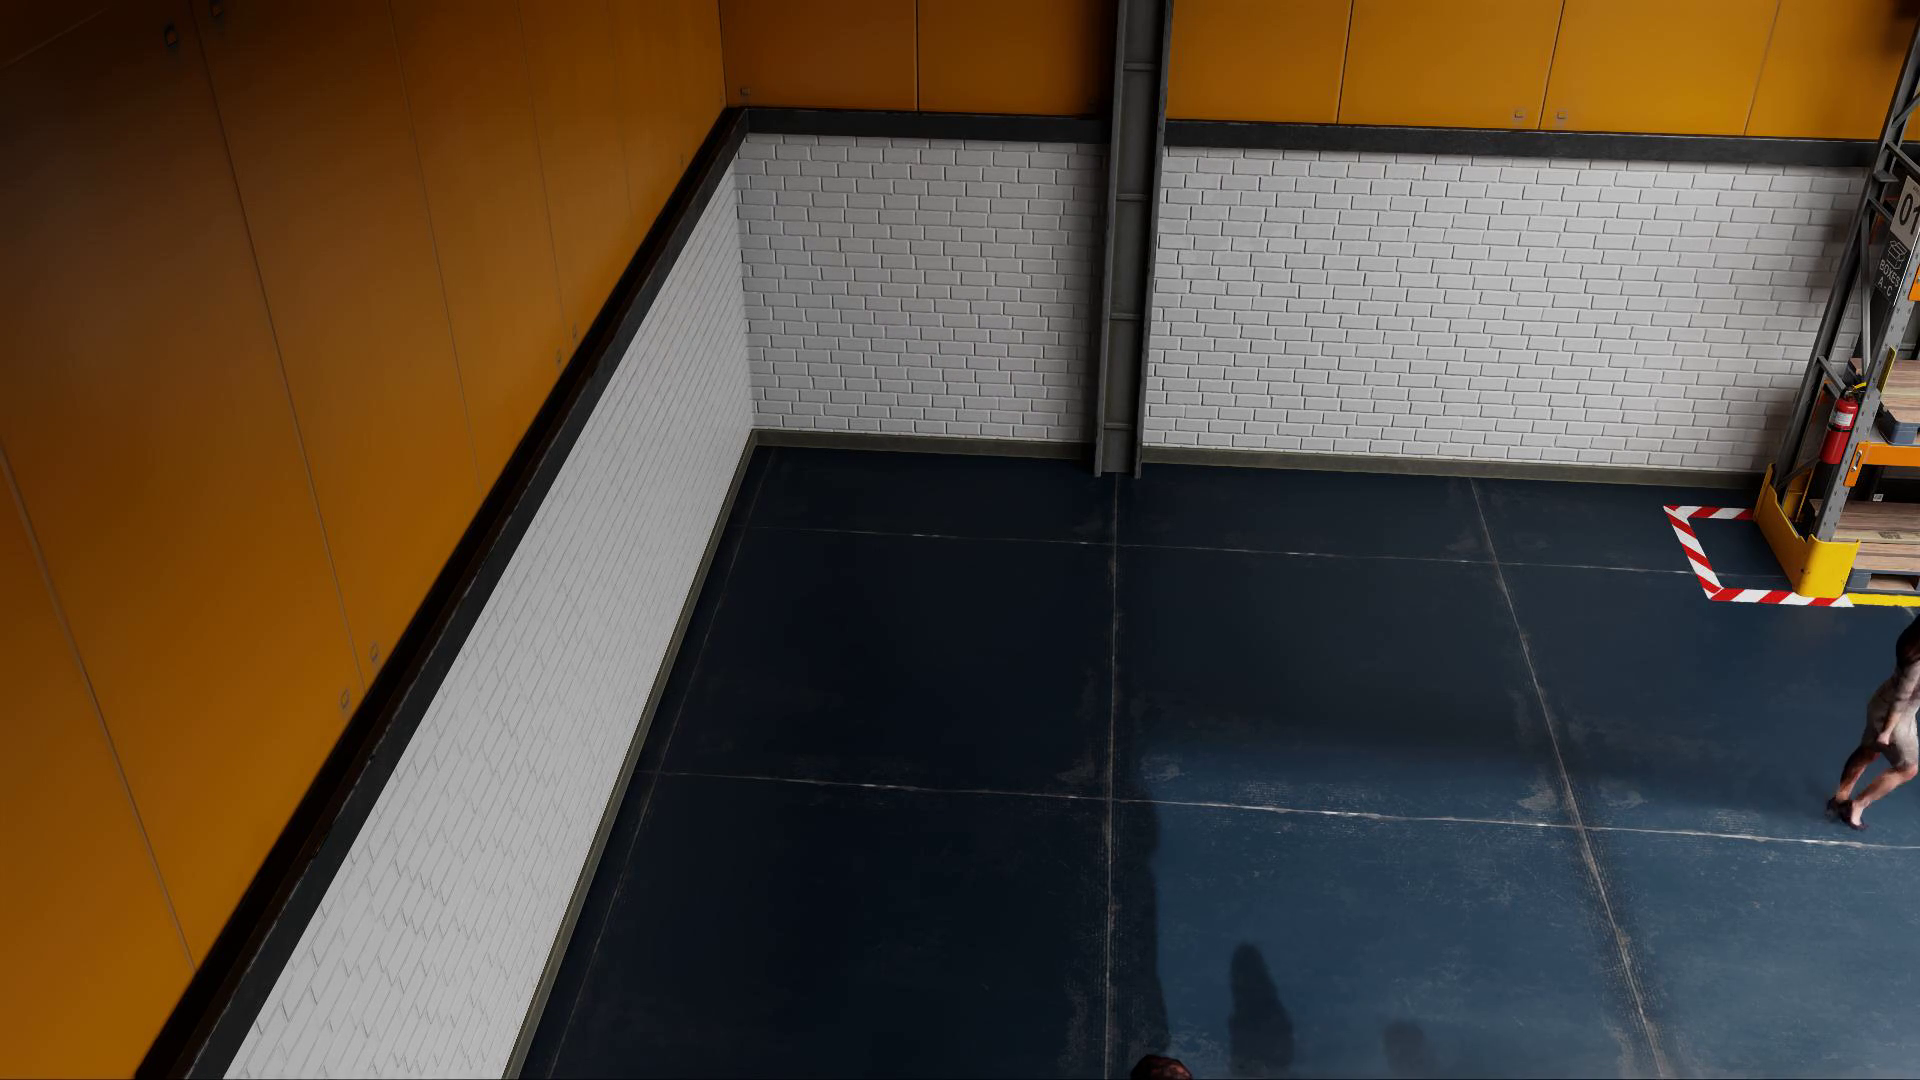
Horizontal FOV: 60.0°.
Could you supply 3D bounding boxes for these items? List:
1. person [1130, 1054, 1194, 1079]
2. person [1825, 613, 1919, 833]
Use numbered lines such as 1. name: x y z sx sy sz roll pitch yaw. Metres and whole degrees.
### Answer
1. person: 0.846 2.914 7.367 0.670 1.790 0.643 -14 36 -19
2. person: 5.614 1.078 10.180 0.655 1.734 0.648 10 35 14
